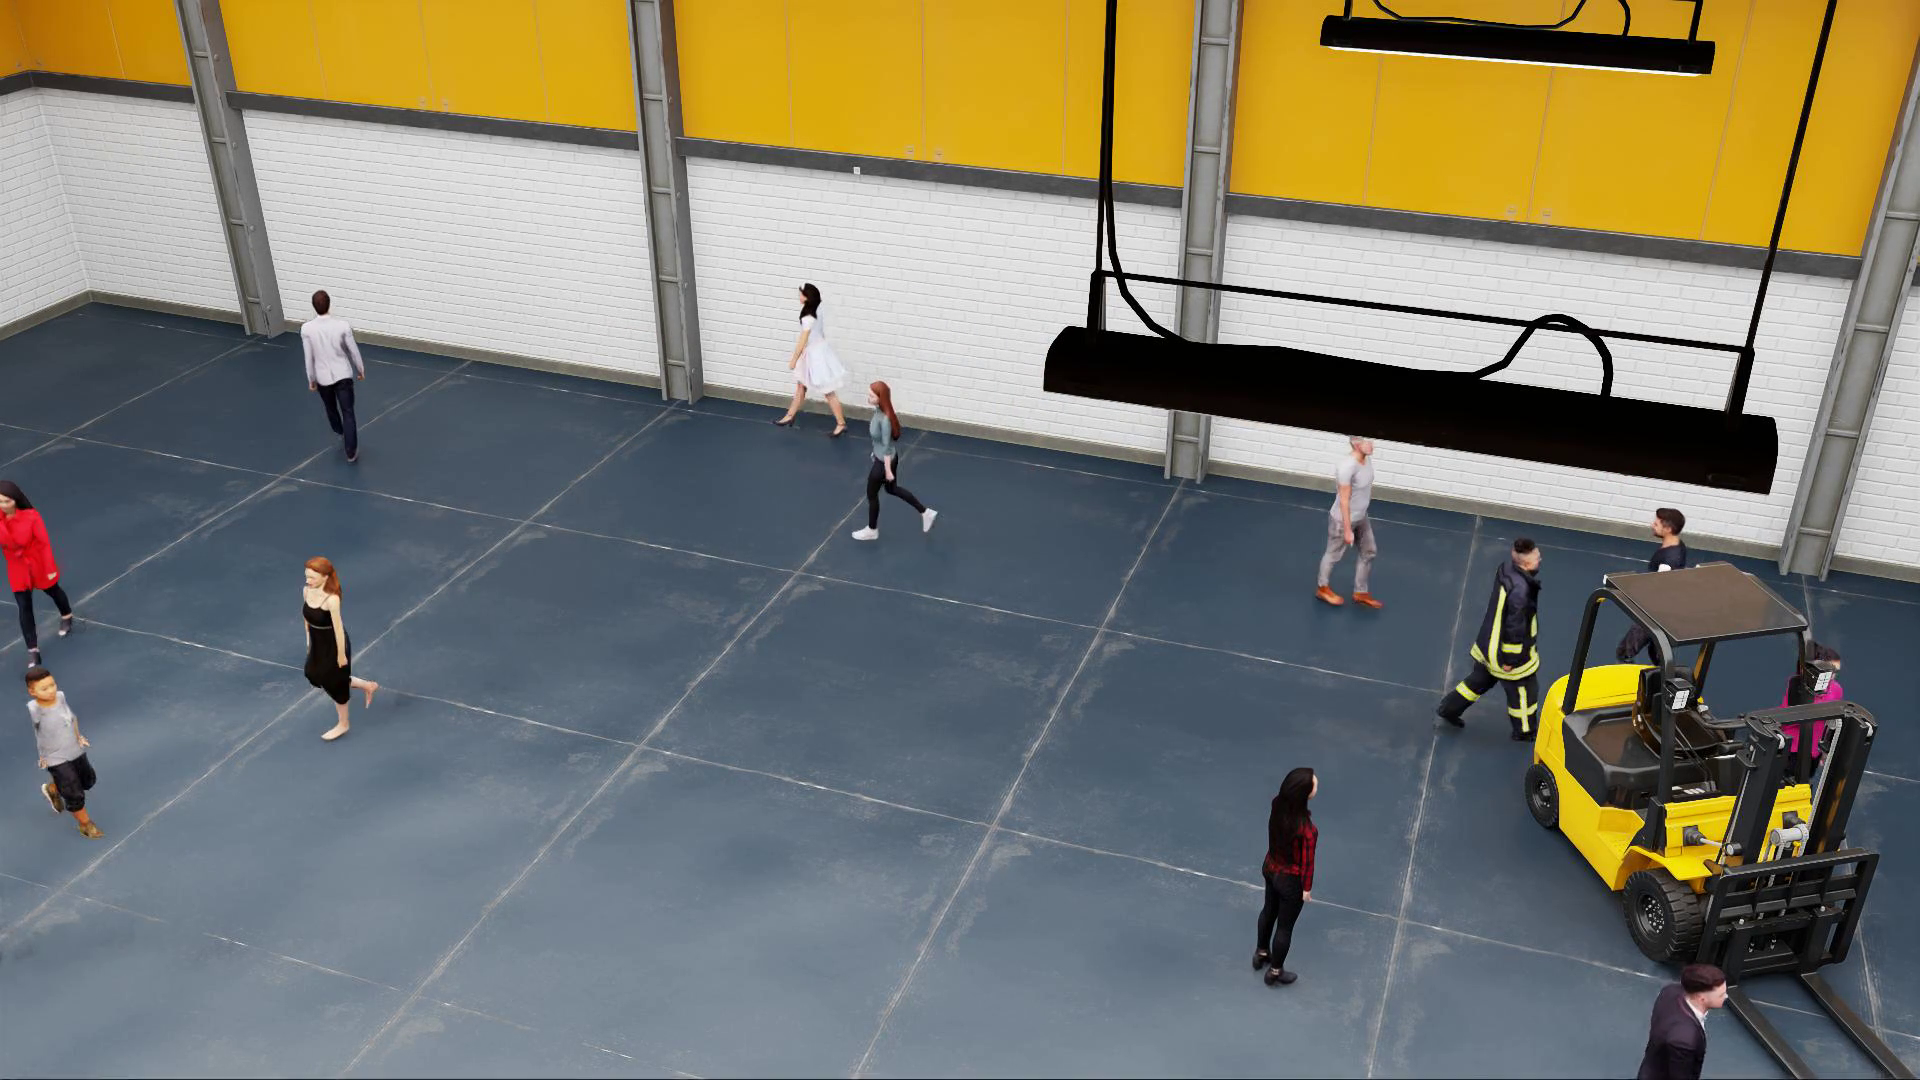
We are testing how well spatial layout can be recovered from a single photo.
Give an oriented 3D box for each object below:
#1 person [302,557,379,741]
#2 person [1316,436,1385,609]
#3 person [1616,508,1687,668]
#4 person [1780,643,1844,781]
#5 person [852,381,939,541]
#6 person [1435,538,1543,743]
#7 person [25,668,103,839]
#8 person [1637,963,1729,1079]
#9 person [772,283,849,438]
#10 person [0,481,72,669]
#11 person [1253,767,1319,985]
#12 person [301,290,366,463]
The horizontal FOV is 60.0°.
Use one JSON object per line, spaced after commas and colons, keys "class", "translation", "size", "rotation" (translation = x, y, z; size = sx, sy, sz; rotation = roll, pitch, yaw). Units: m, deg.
{"class": "person", "translation": [-4.932, 0.816, 13.232], "size": [0.823, 1.608, 0.798], "rotation": [22, 35, 34]}
{"class": "person", "translation": [3.401, -0.225, 14.932], "size": [0.961, 1.806, 0.846], "rotation": [21, 35, 33]}
{"class": "person", "translation": [5.690, 0.632, 13.320], "size": [0.973, 1.845, 0.776], "rotation": [15, 32, 26]}
{"class": "person", "translation": [6.000, 1.456, 11.986], "size": [1.009, 1.677, 0.929], "rotation": [-3, 29, -5]}
{"class": "person", "translation": [-0.636, -0.734, 15.964], "size": [1.143, 1.713, 0.825], "rotation": [1, 29, 1]}
{"class": "person", "translation": [4.226, 0.771, 13.077], "size": [1.221, 1.835, 1.002], "rotation": [-1, 29, -2]}
{"class": "person", "translation": [-6.622, 1.501, 12.151], "size": [0.872, 1.441, 0.624], "rotation": [14, 32, 24]}
{"class": "person", "translation": [3.719, 2.988, 9.021], "size": [0.610, 1.828, 0.681], "rotation": [12, 31, 20]}
{"class": "person", "translation": [-1.461, -1.891, 18.022], "size": [1.169, 1.773, 0.824], "rotation": [3, 29, 5]}
{"class": "person", "translation": [-7.950, 0.201, 14.287], "size": [1.116, 1.677, 1.011], "rotation": [-2, 29, -4]}
{"class": "person", "translation": [2.089, 2.162, 10.719], "size": [0.712, 1.651, 0.649], "rotation": [-13, 31, -23]}
{"class": "person", "translation": [-6.632, -1.690, 17.619], "size": [1.218, 1.806, 1.182], "rotation": [-7, 29, -13]}
